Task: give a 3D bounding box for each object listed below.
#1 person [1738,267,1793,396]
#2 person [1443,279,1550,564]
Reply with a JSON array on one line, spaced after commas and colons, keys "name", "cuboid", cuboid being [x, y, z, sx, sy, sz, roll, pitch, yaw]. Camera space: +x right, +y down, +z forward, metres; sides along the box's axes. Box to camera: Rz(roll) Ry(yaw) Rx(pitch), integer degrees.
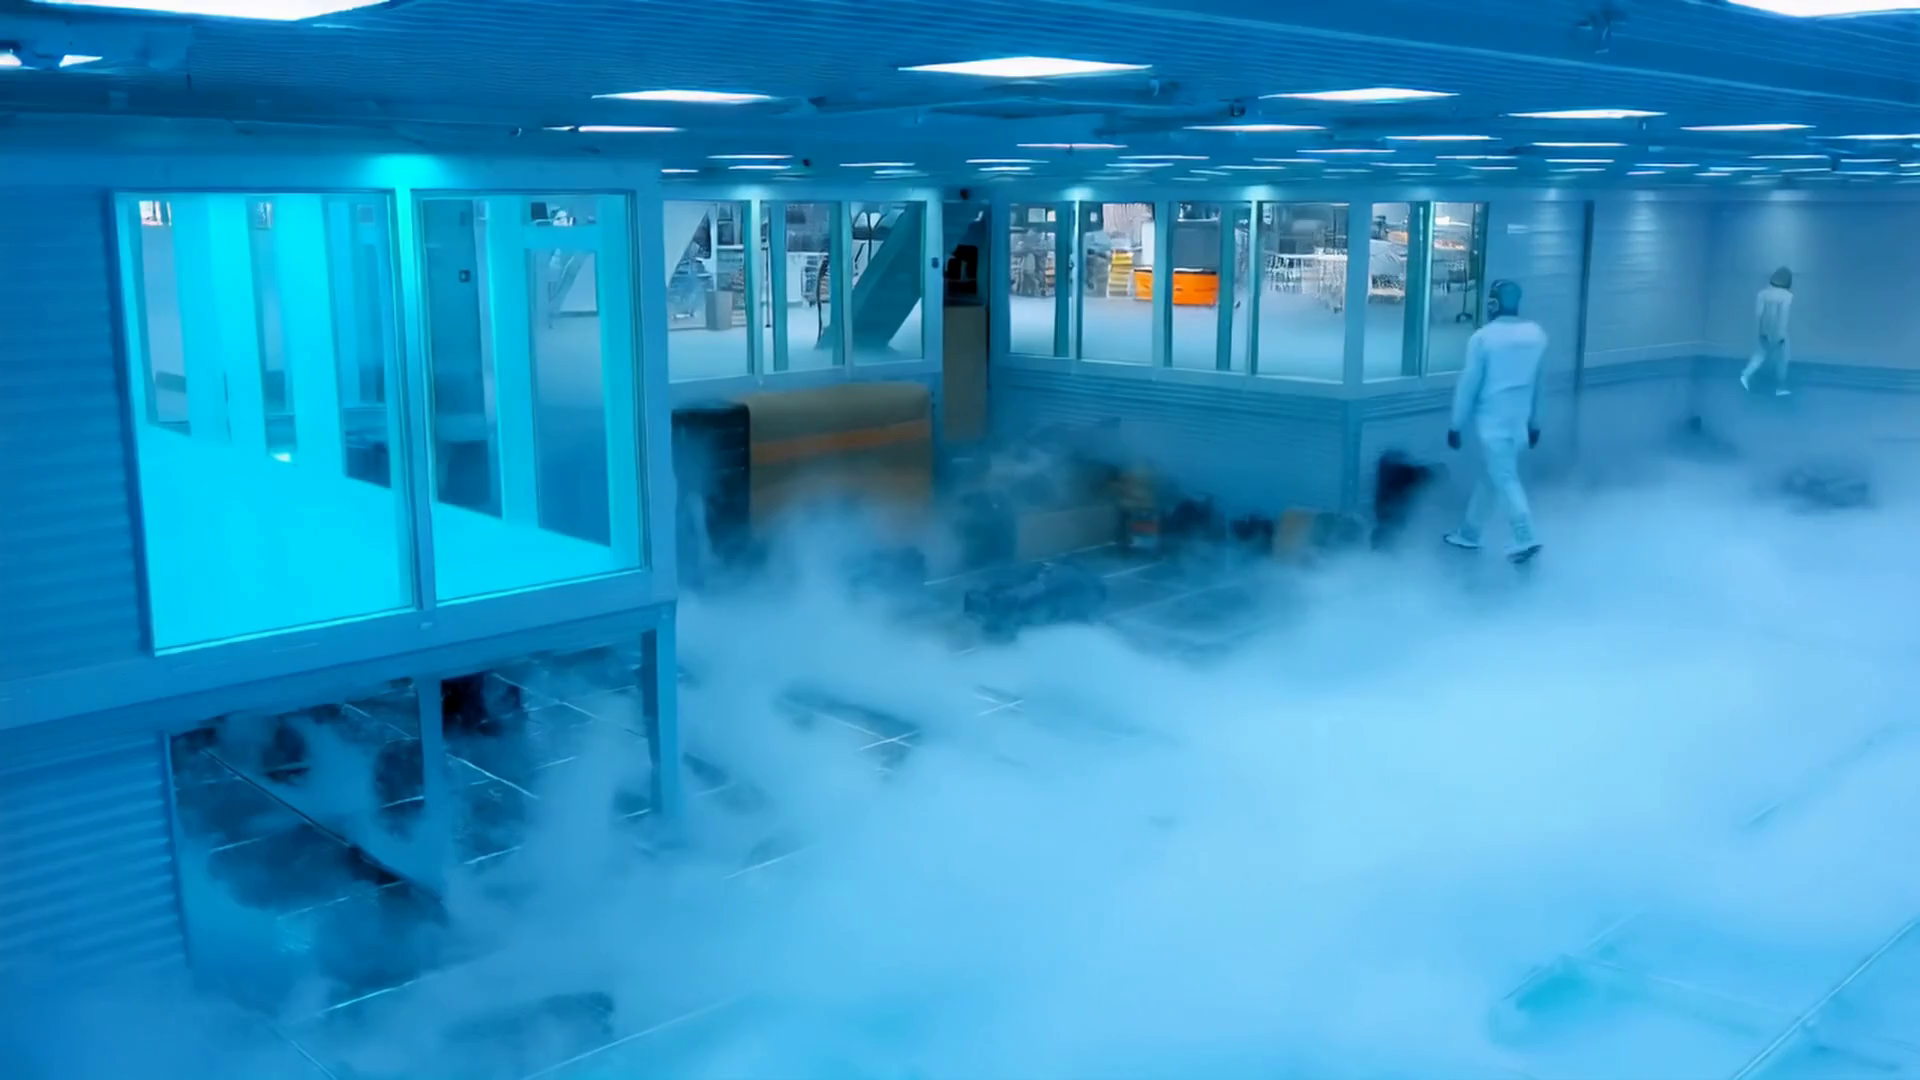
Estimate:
[{"name": "person", "cuboid": [10.052, -2.576, 20.620, 0.758, 1.606, 0.505, -4, 12, -21]}, {"name": "person", "cuboid": [3.594, -0.794, 11.063, 0.653, 1.866, 0.978, -6, 13, -26]}]
